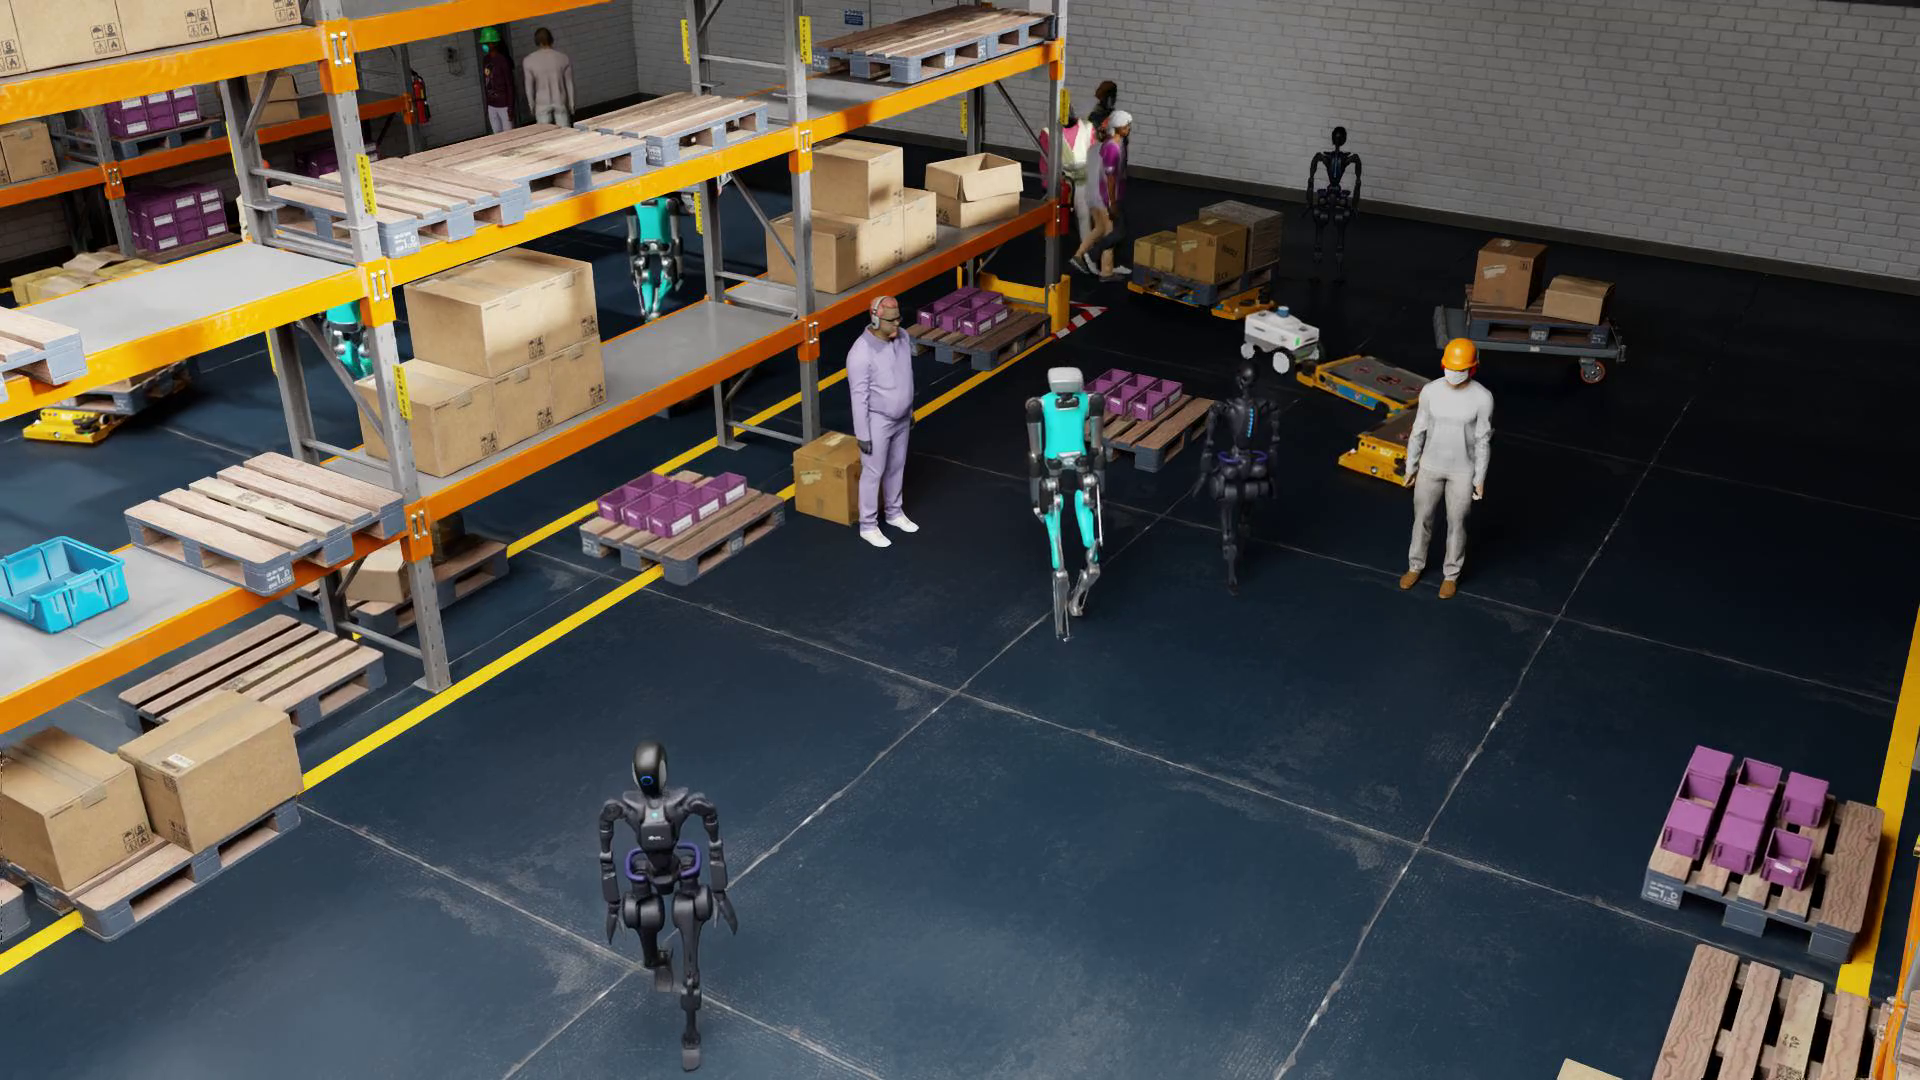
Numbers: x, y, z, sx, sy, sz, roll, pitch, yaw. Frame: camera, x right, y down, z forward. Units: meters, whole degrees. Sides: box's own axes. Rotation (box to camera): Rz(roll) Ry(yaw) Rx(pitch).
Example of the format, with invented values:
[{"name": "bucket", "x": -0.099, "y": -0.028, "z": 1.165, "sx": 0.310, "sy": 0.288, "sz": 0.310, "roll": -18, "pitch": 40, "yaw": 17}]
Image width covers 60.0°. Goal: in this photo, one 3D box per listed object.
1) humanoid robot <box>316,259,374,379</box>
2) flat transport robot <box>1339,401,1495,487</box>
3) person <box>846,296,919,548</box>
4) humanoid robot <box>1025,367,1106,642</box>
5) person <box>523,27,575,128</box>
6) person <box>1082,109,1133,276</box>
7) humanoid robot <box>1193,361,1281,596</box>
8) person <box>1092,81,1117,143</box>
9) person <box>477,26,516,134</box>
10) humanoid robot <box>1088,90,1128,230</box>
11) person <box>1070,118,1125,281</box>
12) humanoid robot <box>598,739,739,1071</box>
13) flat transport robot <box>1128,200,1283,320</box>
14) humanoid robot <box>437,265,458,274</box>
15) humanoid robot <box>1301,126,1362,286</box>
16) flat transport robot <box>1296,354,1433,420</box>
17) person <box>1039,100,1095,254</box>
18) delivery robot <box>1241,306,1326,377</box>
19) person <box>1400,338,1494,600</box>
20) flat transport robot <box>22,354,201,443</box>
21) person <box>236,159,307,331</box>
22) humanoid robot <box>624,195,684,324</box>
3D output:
[{"name": "humanoid robot", "x": -4.927, "y": -1.609, "z": 13.800, "sx": 0.547, "sy": 1.833, "sz": 0.628, "roll": 7, "pitch": 28, "yaw": 14}, {"name": "flat transport robot", "x": 3.811, "y": -0.819, "z": 13.811, "sx": 0.659, "sy": 0.231, "sz": 1.431, "roll": 23, "pitch": 35, "yaw": 37}, {"name": "person", "x": -0.533, "y": -0.872, "z": 12.125, "sx": 0.404, "sy": 1.900, "sz": 0.634, "roll": 17, "pitch": 31, "yaw": 30}, {"name": "humanoid robot", "x": 0.746, "y": -0.151, "z": 10.989, "sx": 0.547, "sy": 1.900, "sz": 0.763, "roll": -5, "pitch": 27, "yaw": -9}, {"name": "person", "x": -5.260, "y": -5.616, "z": 21.451, "sx": 0.628, "sy": 1.927, "sz": 0.407, "roll": -12, "pitch": 29, "yaw": -22}, {"name": "person", "x": 1.602, "y": -3.669, "z": 17.680, "sx": 0.532, "sy": 1.815, "sz": 0.553, "roll": 3, "pitch": 27, "yaw": 6}, {"name": "humanoid robot", "x": 1.915, "y": -0.469, "z": 11.585, "sx": 0.600, "sy": 1.639, "sz": 0.652, "roll": -5, "pitch": 27, "yaw": -10}, {"name": "person", "x": 1.661, "y": -4.723, "z": 20.015, "sx": 0.560, "sy": 1.610, "sz": 0.501, "roll": 11, "pitch": 29, "yaw": 20}, {"name": "person", "x": -5.902, "y": -5.606, "z": 21.389, "sx": 0.498, "sy": 1.949, "sz": 0.423, "roll": 18, "pitch": 32, "yaw": 31}, {"name": "humanoid robot", "x": 1.695, "y": -4.427, "z": 19.389, "sx": 0.610, "sy": 1.635, "sz": 0.612, "roll": 16, "pitch": 31, "yaw": 28}, {"name": "person", "x": 1.494, "y": -3.634, "z": 17.762, "sx": 0.534, "sy": 1.708, "sz": 0.613, "roll": -12, "pitch": 29, "yaw": -22}, {"name": "humanoid robot", "x": -1.324, "y": 1.569, "z": 7.588, "sx": 0.599, "sy": 1.639, "sz": 0.718, "roll": -4, "pitch": 27, "yaw": -7}, {"name": "flat transport robot", "x": 2.504, "y": -2.601, "z": 17.323, "sx": 0.659, "sy": 0.231, "sz": 1.431, "roll": -24, "pitch": 35, "yaw": -38}, {"name": "humanoid robot", "x": -5.085, "y": -2.947, "z": 16.459, "sx": 0.485, "sy": 1.644, "sz": 0.612, "roll": 1, "pitch": 27, "yaw": 3}, {"name": "humanoid robot", "x": 3.931, "y": -3.538, "z": 17.599, "sx": 0.599, "sy": 1.657, "sz": 0.315, "roll": 6, "pitch": 28, "yaw": 12}, {"name": "flat transport robot", "x": 3.751, "y": -1.351, "z": 14.860, "sx": 0.659, "sy": 0.231, "sz": 1.431, "roll": -17, "pitch": 31, "yaw": -30}, {"name": "person", "x": 1.190, "y": -3.953, "z": 18.300, "sx": 0.655, "sy": 1.805, "sz": 0.470, "roll": -8, "pitch": 28, "yaw": -15}, {"name": "delivery robot", "x": 3.014, "y": -1.903, "z": 15.615, "sx": 0.499, "sy": 0.579, "sz": 0.759, "roll": -19, "pitch": 33, "yaw": -33}, {"name": "person", "x": 3.328, "y": -0.492, "z": 11.390, "sx": 0.553, "sy": 1.890, "sz": 0.390, "roll": 13, "pitch": 30, "yaw": 24}, {"name": "flat transport robot", "x": -7.467, "y": -1.221, "z": 14.604, "sx": 0.659, "sy": 0.231, "sz": 1.431, "roll": 5, "pitch": 27, "yaw": 9}, {"name": "person", "x": -6.654, "y": -2.852, "z": 16.177, "sx": 0.572, "sy": 1.748, "sz": 0.341, "roll": -17, "pitch": 32, "yaw": -31}, {"name": "humanoid robot", "x": -2.860, "y": -2.384, "z": 15.331, "sx": 0.531, "sy": 1.777, "sz": 1.018, "roll": 3, "pitch": 27, "yaw": 5}]
